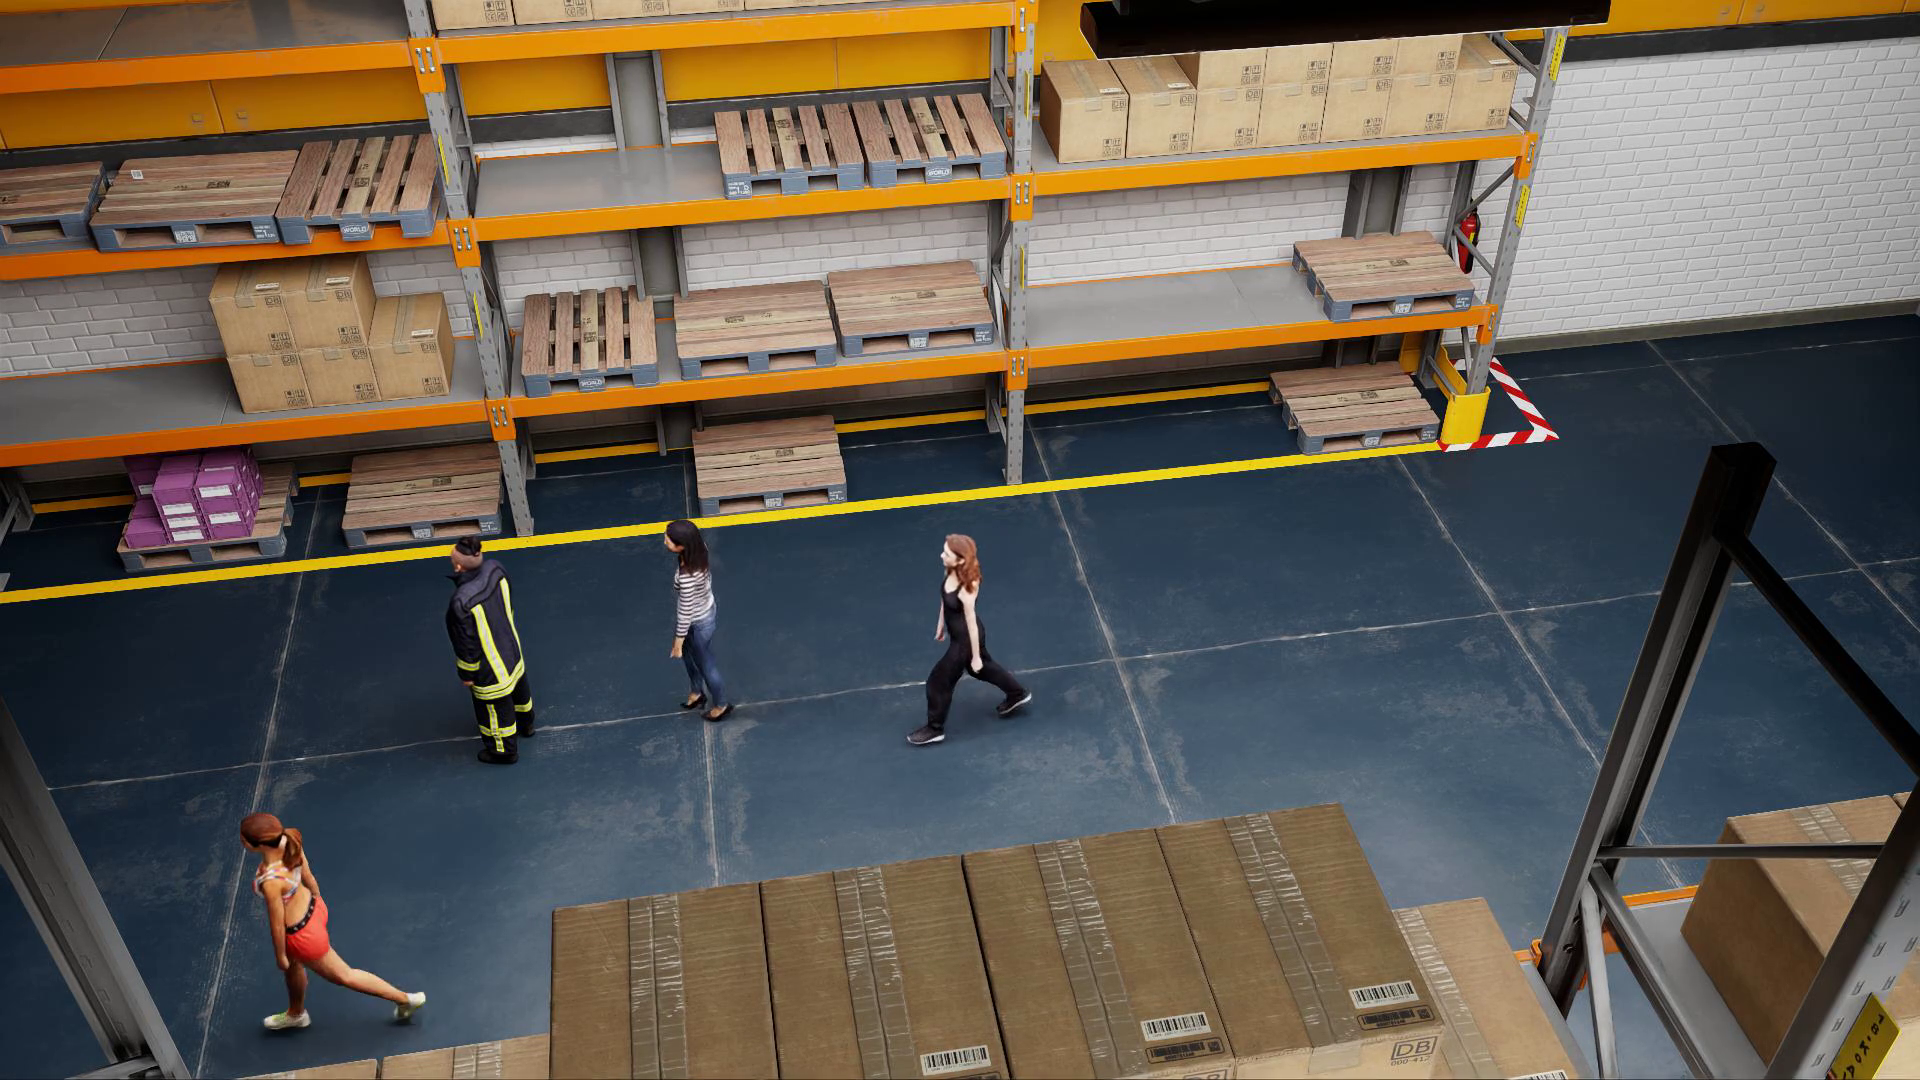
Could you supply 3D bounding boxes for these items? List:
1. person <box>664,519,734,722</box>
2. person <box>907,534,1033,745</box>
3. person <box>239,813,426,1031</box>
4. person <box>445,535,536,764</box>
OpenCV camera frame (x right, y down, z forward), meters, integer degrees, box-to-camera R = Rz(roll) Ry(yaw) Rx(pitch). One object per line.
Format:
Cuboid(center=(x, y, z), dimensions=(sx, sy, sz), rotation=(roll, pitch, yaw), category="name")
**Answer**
Cuboid(center=(-1.672, 0.576, 11.134), dimensions=(0.688, 1.780, 0.689), rotation=(2, 39, 2), category="person")
Cuboid(center=(0.124, 0.639, 11.114), dimensions=(1.181, 1.706, 0.706), rotation=(-10, 40, -13), category="person")
Cuboid(center=(-3.526, 2.150, 9.188), dimensions=(1.201, 1.749, 0.675), rotation=(-3, 39, -3), category="person")
Cuboid(center=(-3.102, 0.696, 10.919), dimensions=(0.870, 1.860, 0.867), rotation=(11, 40, 14), category="person")
